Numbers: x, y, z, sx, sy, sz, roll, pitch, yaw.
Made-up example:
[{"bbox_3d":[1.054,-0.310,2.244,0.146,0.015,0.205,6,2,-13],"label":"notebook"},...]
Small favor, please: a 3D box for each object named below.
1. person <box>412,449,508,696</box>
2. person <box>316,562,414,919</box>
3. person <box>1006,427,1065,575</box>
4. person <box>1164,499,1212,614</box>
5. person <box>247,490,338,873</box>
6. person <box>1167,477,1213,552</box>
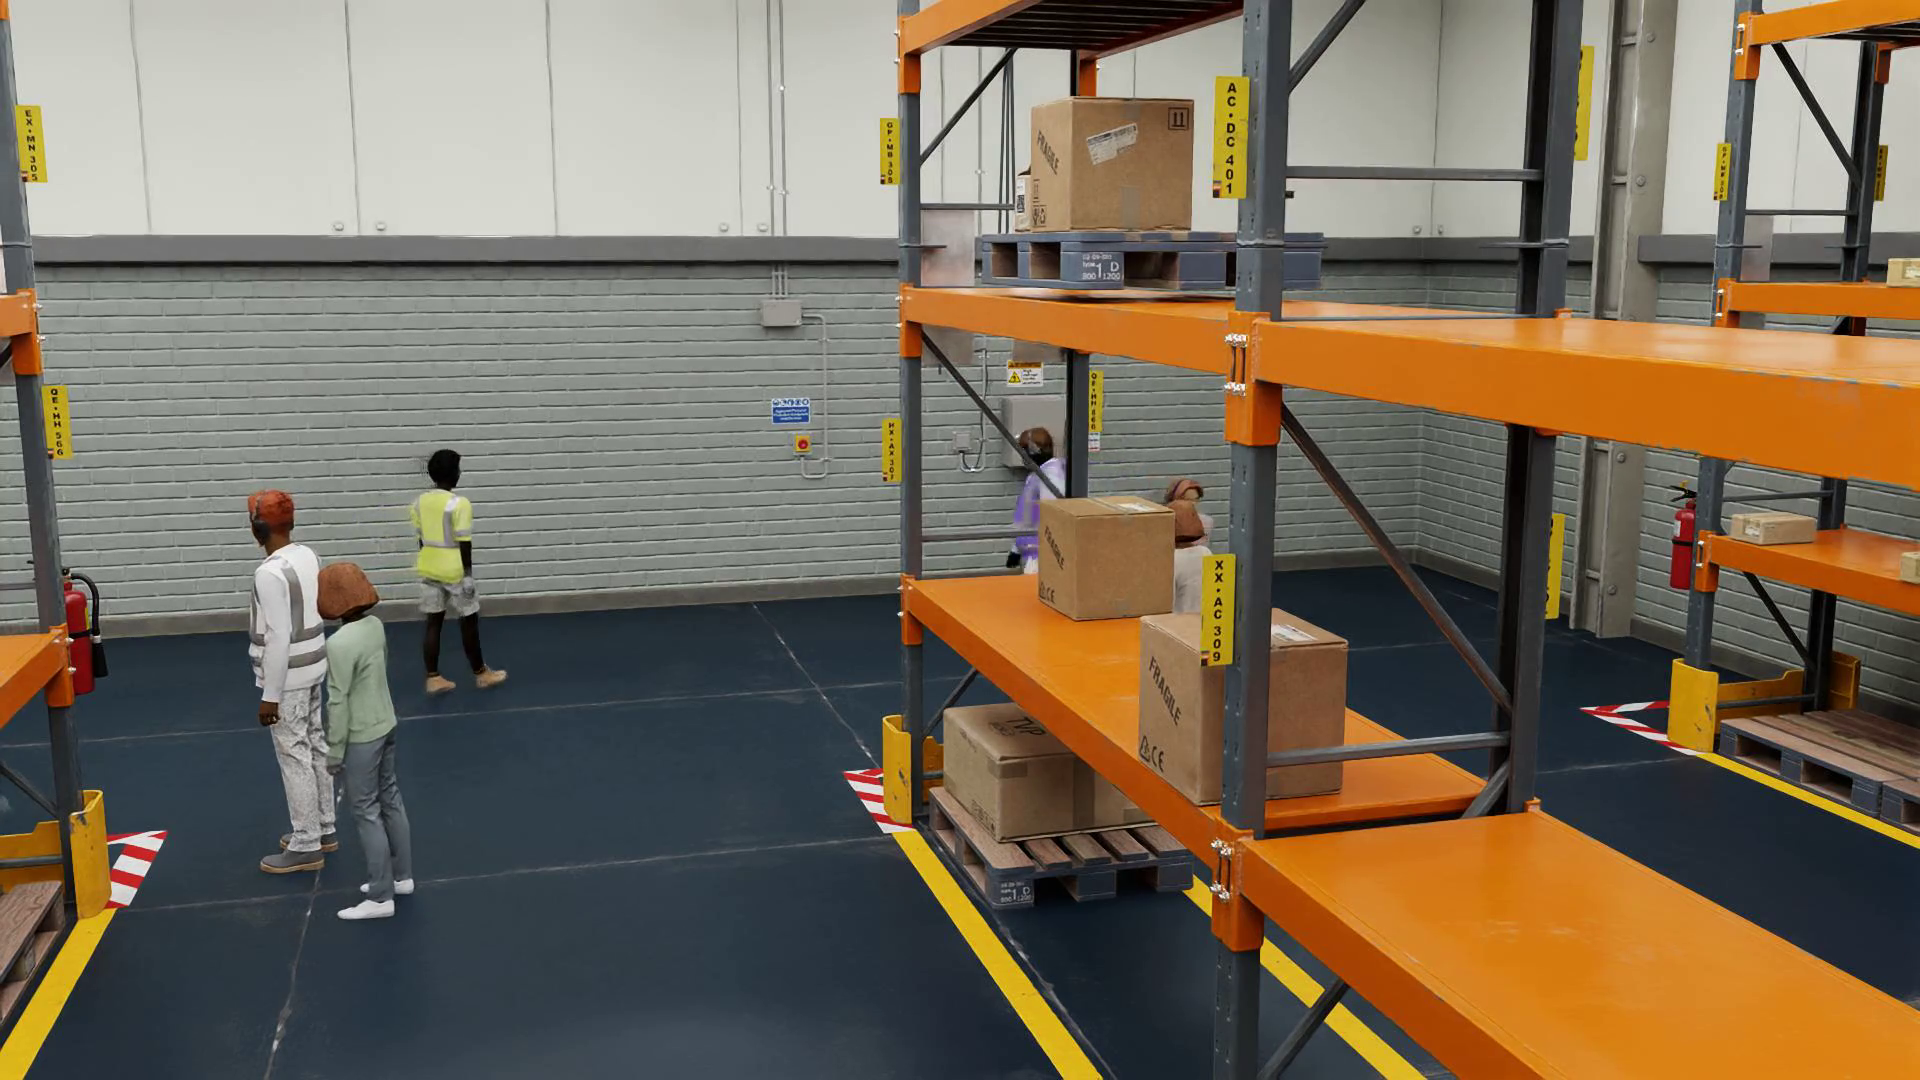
[{"bbox_3d":[-3.463,0.218,11.347,0.575,1.691,0.487,6,11,30],"label":"person"},{"bbox_3d":[-2.739,0.905,7.617,0.307,1.624,0.500,0,10,0],"label":"person"},{"bbox_3d":[0.504,0.120,11.589,0.604,1.802,0.674,0,10,0],"label":"person"},{"bbox_3d":[1.241,0.582,9.411,0.268,1.632,0.509,9,13,40],"label":"person"},{"bbox_3d":[-3.278,0.682,8.135,0.338,1.881,0.583,0,10,-2],"label":"person"},{"bbox_3d":[1.390,0.398,10.505,0.530,1.607,0.532,-6,12,-30],"label":"person"}]
